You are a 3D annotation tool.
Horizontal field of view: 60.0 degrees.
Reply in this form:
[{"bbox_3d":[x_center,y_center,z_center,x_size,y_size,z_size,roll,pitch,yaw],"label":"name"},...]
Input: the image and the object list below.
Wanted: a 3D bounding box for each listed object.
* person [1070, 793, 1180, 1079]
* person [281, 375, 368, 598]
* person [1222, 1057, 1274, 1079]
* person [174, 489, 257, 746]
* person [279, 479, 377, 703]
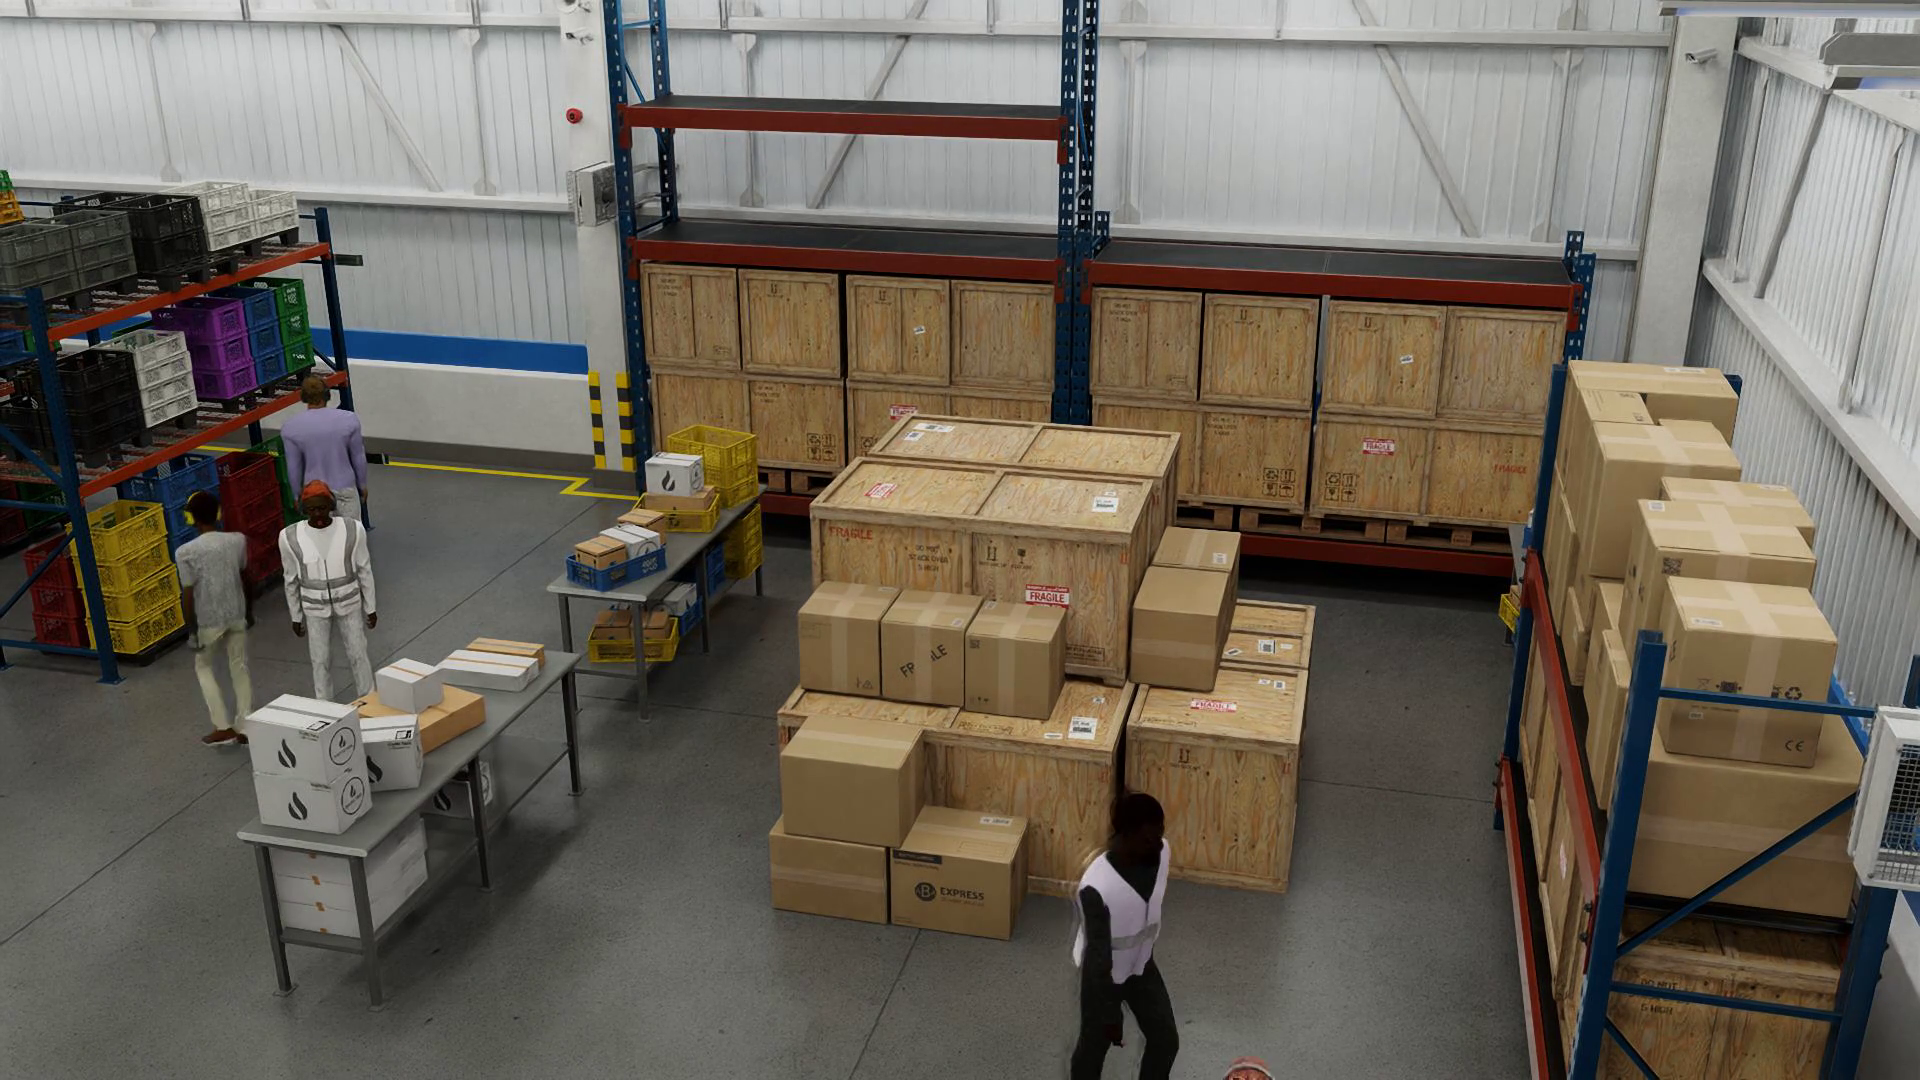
[{"bbox_3d":[0.789,1.994,7.533,0.588,1.892,0.702,-18,27,-39],"label":"person"},{"bbox_3d":[-5.225,-0.420,13.794,0.627,1.936,0.374,-9,23,-23],"label":"person"},{"bbox_3d":[0.932,2.702,5.721,0.691,1.867,0.605,19,28,40],"label":"person"},{"bbox_3d":[-5.088,0.532,11.419,0.469,1.853,0.529,19,28,41],"label":"person"},{"bbox_3d":[-4.353,0.472,11.543,0.579,1.878,0.342,-8,22,-19],"label":"person"}]
